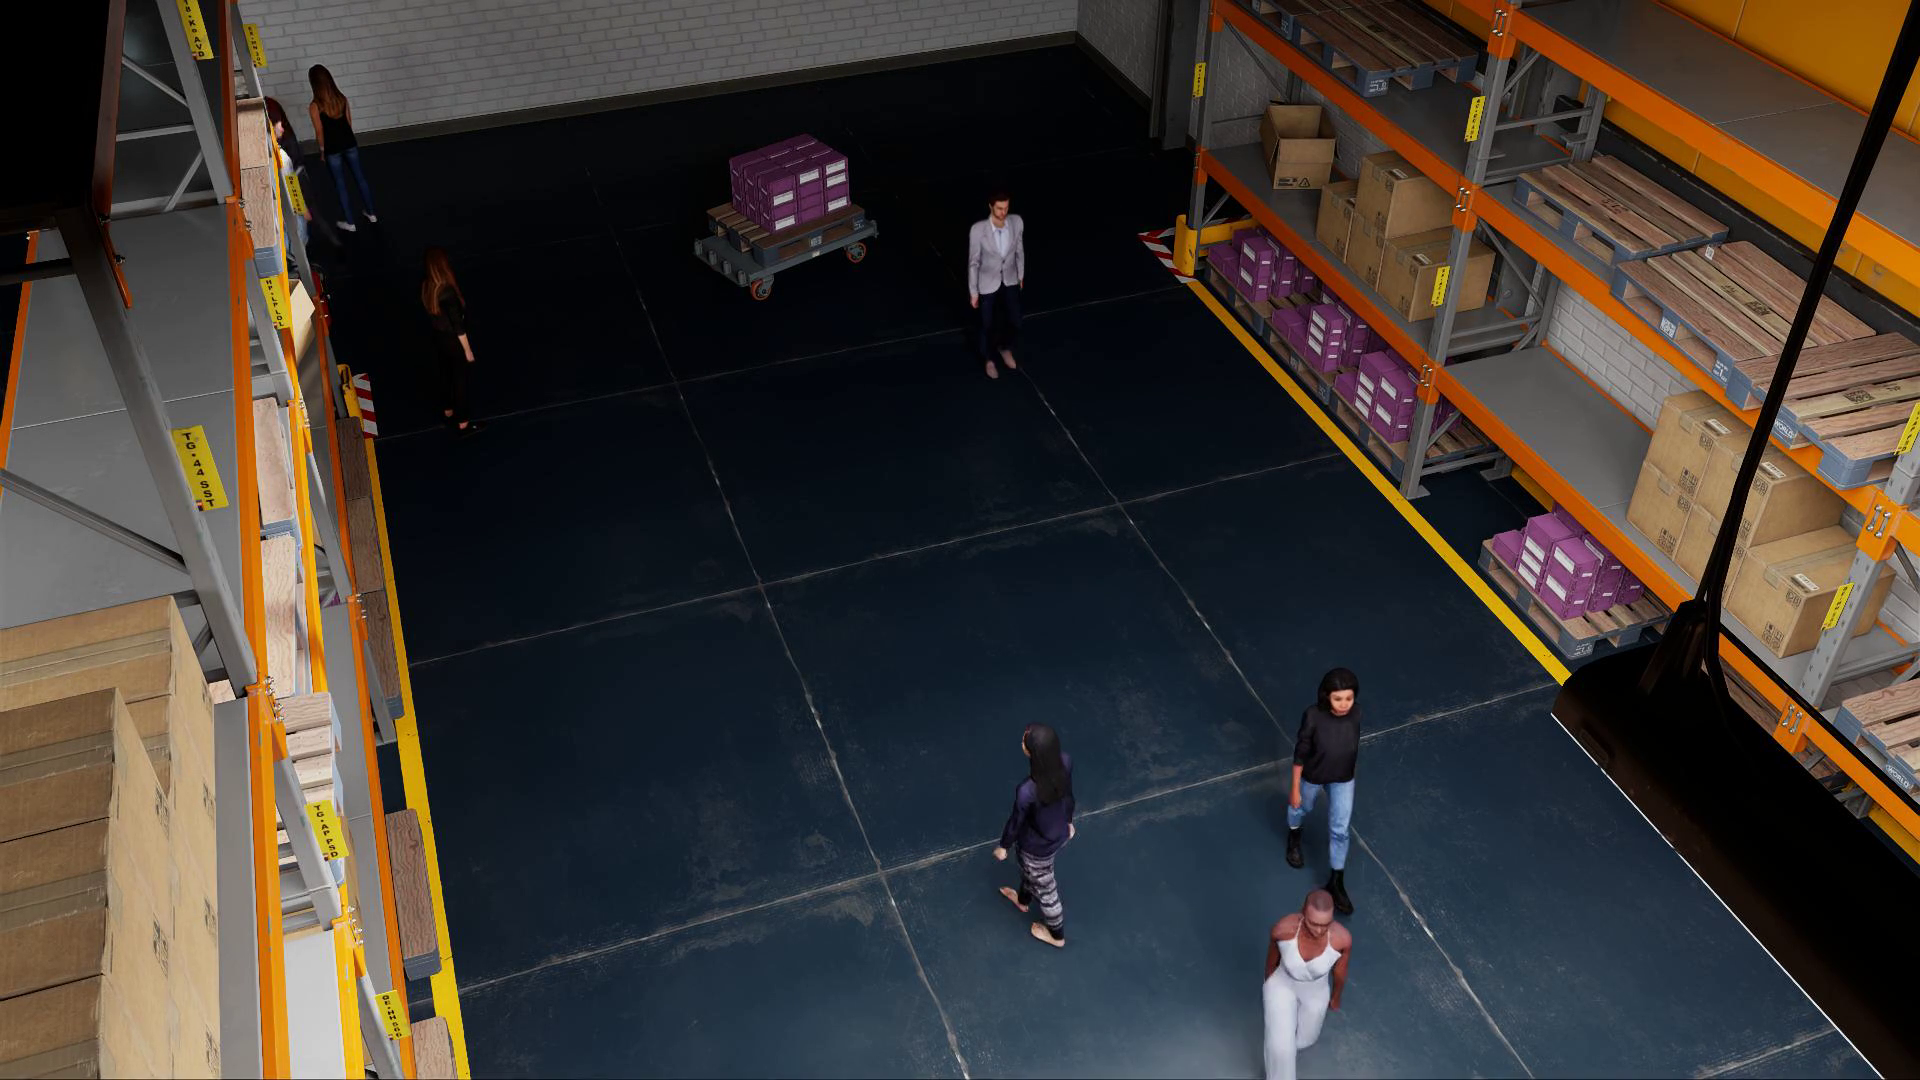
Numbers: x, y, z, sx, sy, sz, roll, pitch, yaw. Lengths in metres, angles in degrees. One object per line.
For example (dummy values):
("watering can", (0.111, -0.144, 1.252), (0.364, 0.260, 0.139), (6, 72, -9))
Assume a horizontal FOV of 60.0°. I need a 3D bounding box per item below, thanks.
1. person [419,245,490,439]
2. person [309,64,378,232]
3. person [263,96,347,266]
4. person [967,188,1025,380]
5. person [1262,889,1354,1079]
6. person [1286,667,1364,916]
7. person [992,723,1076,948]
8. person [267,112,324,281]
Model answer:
("person", (-4.275, -1.658, 13.867), (0.628, 1.708, 0.736), (32, 48, 33))
("person", (-6.238, -3.947, 16.723), (0.683, 1.722, 0.678), (28, 47, 31))
("person", (-6.387, -3.403, 16.020), (1.165, 1.749, 1.064), (20, 43, 23))
("person", (0.295, -2.295, 14.563), (0.709, 1.836, 0.628), (-10, 40, -12))
("person", (1.777, 2.325, 8.846), (0.844, 1.752, 1.000), (5, 39, 7))
("person", (2.175, 1.373, 10.096), (0.728, 1.679, 1.009), (-4, 39, -5))
("person", (0.543, 1.751, 9.594), (0.915, 1.715, 0.820), (27, 46, 30))
("person", (-6.398, -3.130, 15.613), (0.849, 1.831, 0.930), (21, 43, 24))
